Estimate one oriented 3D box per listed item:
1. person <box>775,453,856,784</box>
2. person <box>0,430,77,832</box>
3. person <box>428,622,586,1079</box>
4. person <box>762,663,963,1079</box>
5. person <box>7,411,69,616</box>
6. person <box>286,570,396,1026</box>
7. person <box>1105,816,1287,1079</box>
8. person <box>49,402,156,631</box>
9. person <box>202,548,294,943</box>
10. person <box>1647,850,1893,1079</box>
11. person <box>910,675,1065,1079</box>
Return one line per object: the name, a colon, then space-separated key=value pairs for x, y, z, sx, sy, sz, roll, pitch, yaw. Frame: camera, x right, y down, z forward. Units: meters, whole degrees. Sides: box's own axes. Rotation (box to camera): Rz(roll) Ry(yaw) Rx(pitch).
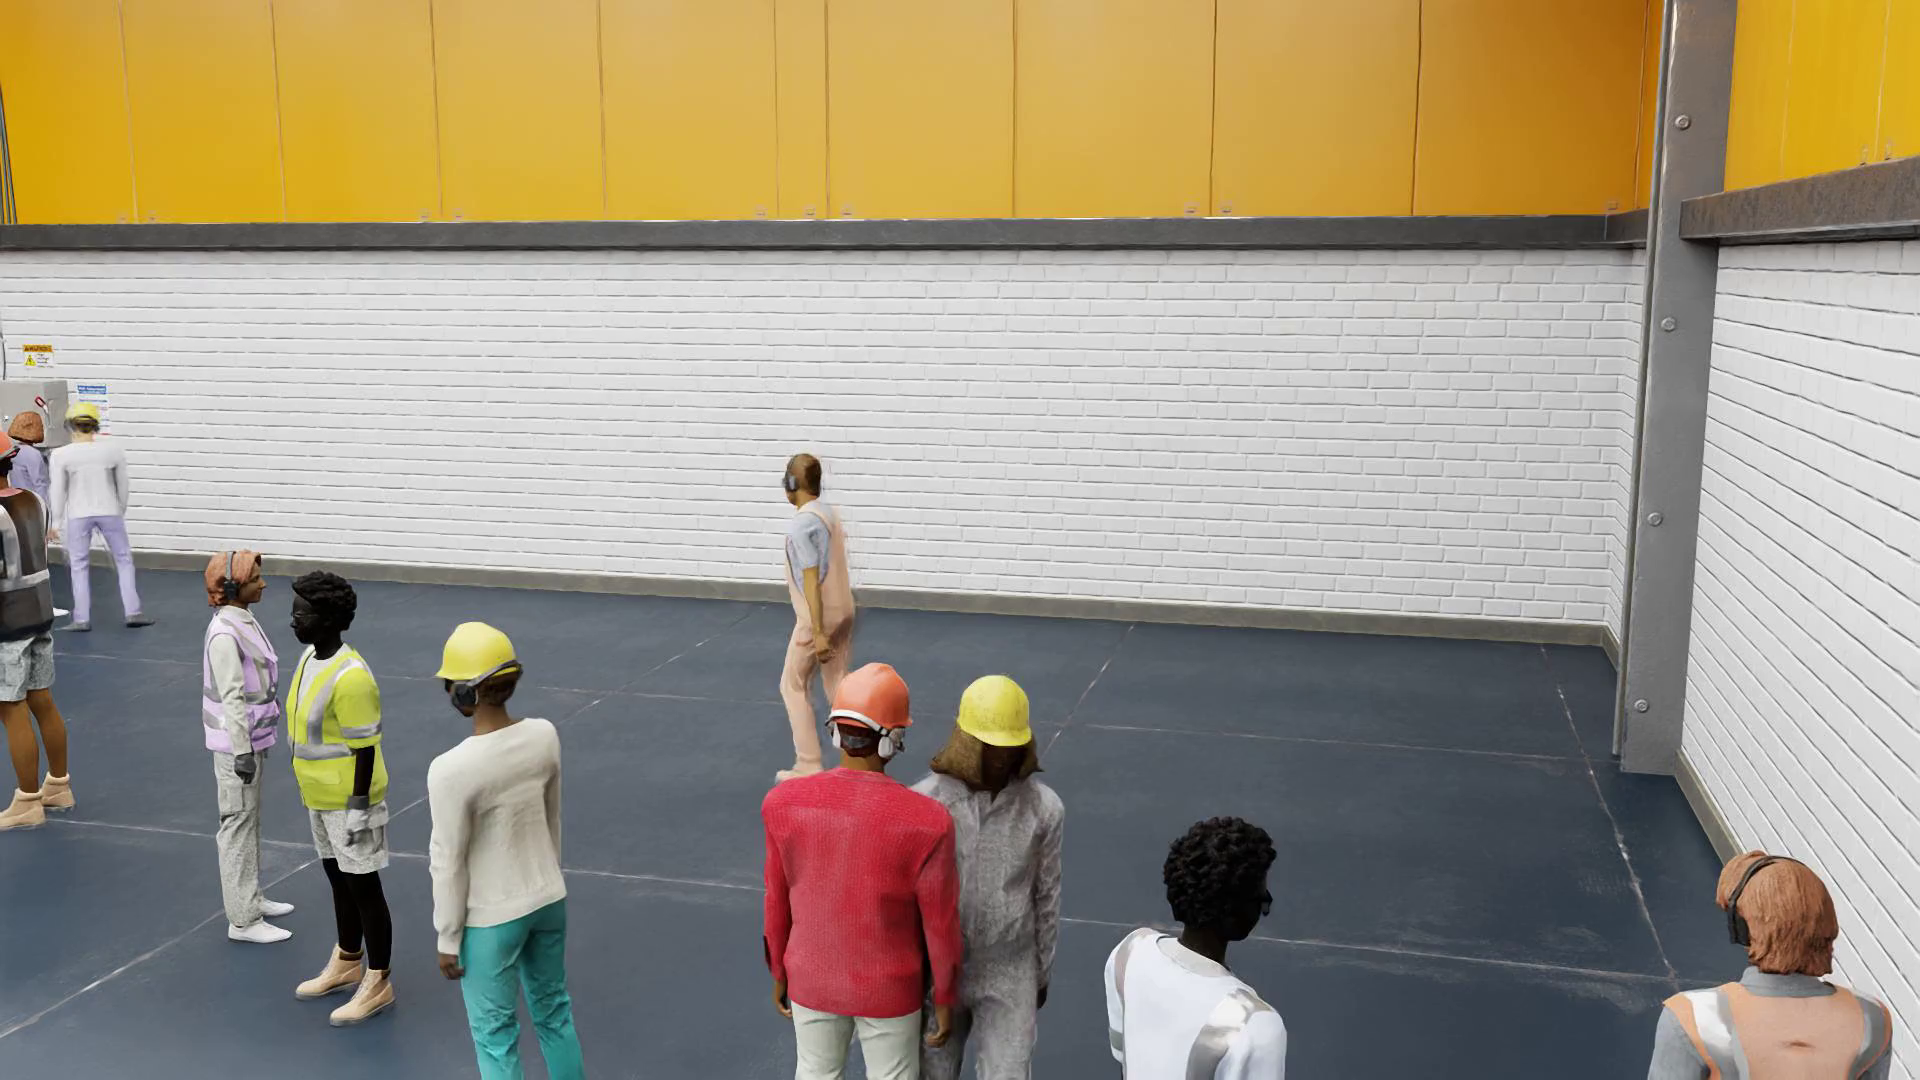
person: x=-0.725 y=0.446 z=8.829 sx=0.633 sy=1.802 sz=0.523 roll=4 pitch=11 yaw=24
person: x=-4.737 y=0.432 z=8.258 sx=0.409 sy=2.037 sz=0.608 roll=0 pitch=10 yaw=-2
person: x=-1.399 y=1.116 z=5.053 sx=0.369 sy=1.756 sz=0.526 roll=5 pitch=11 yaw=29
person: x=-0.263 y=1.198 z=4.612 sx=0.573 sy=1.737 sz=0.354 roll=3 pitch=10 yaw=15
person: x=-7.337 y=-0.204 z=13.170 sx=0.507 sy=1.632 sz=0.268 roll=8 pitch=13 yaw=40
person: x=-2.316 y=0.948 z=6.200 sx=0.322 sy=1.697 sz=0.530 roll=-8 pitch=13 yaw=-40
person: x=0.500 y=1.405 z=3.539 sx=0.319 sy=1.687 sz=0.538 roll=-6 pitch=11 yaw=-30
person: x=-6.584 y=-0.164 z=12.661 sx=0.756 sy=1.745 sz=0.394 roll=-6 pitch=12 yaw=-33
person: x=-2.986 y=0.850 z=6.941 sx=0.310 sy=1.642 sz=0.514 roll=-3 pitch=10 yaw=-18
person: x=1.649 y=1.448 z=3.458 sx=0.525 sy=1.631 sz=0.320 roll=-1 pitch=10 yaw=-7
person: x=0.038 y=1.181 z=4.739 sx=0.495 sy=1.716 sz=0.723 roll=-1 pitch=10 yaw=-7
